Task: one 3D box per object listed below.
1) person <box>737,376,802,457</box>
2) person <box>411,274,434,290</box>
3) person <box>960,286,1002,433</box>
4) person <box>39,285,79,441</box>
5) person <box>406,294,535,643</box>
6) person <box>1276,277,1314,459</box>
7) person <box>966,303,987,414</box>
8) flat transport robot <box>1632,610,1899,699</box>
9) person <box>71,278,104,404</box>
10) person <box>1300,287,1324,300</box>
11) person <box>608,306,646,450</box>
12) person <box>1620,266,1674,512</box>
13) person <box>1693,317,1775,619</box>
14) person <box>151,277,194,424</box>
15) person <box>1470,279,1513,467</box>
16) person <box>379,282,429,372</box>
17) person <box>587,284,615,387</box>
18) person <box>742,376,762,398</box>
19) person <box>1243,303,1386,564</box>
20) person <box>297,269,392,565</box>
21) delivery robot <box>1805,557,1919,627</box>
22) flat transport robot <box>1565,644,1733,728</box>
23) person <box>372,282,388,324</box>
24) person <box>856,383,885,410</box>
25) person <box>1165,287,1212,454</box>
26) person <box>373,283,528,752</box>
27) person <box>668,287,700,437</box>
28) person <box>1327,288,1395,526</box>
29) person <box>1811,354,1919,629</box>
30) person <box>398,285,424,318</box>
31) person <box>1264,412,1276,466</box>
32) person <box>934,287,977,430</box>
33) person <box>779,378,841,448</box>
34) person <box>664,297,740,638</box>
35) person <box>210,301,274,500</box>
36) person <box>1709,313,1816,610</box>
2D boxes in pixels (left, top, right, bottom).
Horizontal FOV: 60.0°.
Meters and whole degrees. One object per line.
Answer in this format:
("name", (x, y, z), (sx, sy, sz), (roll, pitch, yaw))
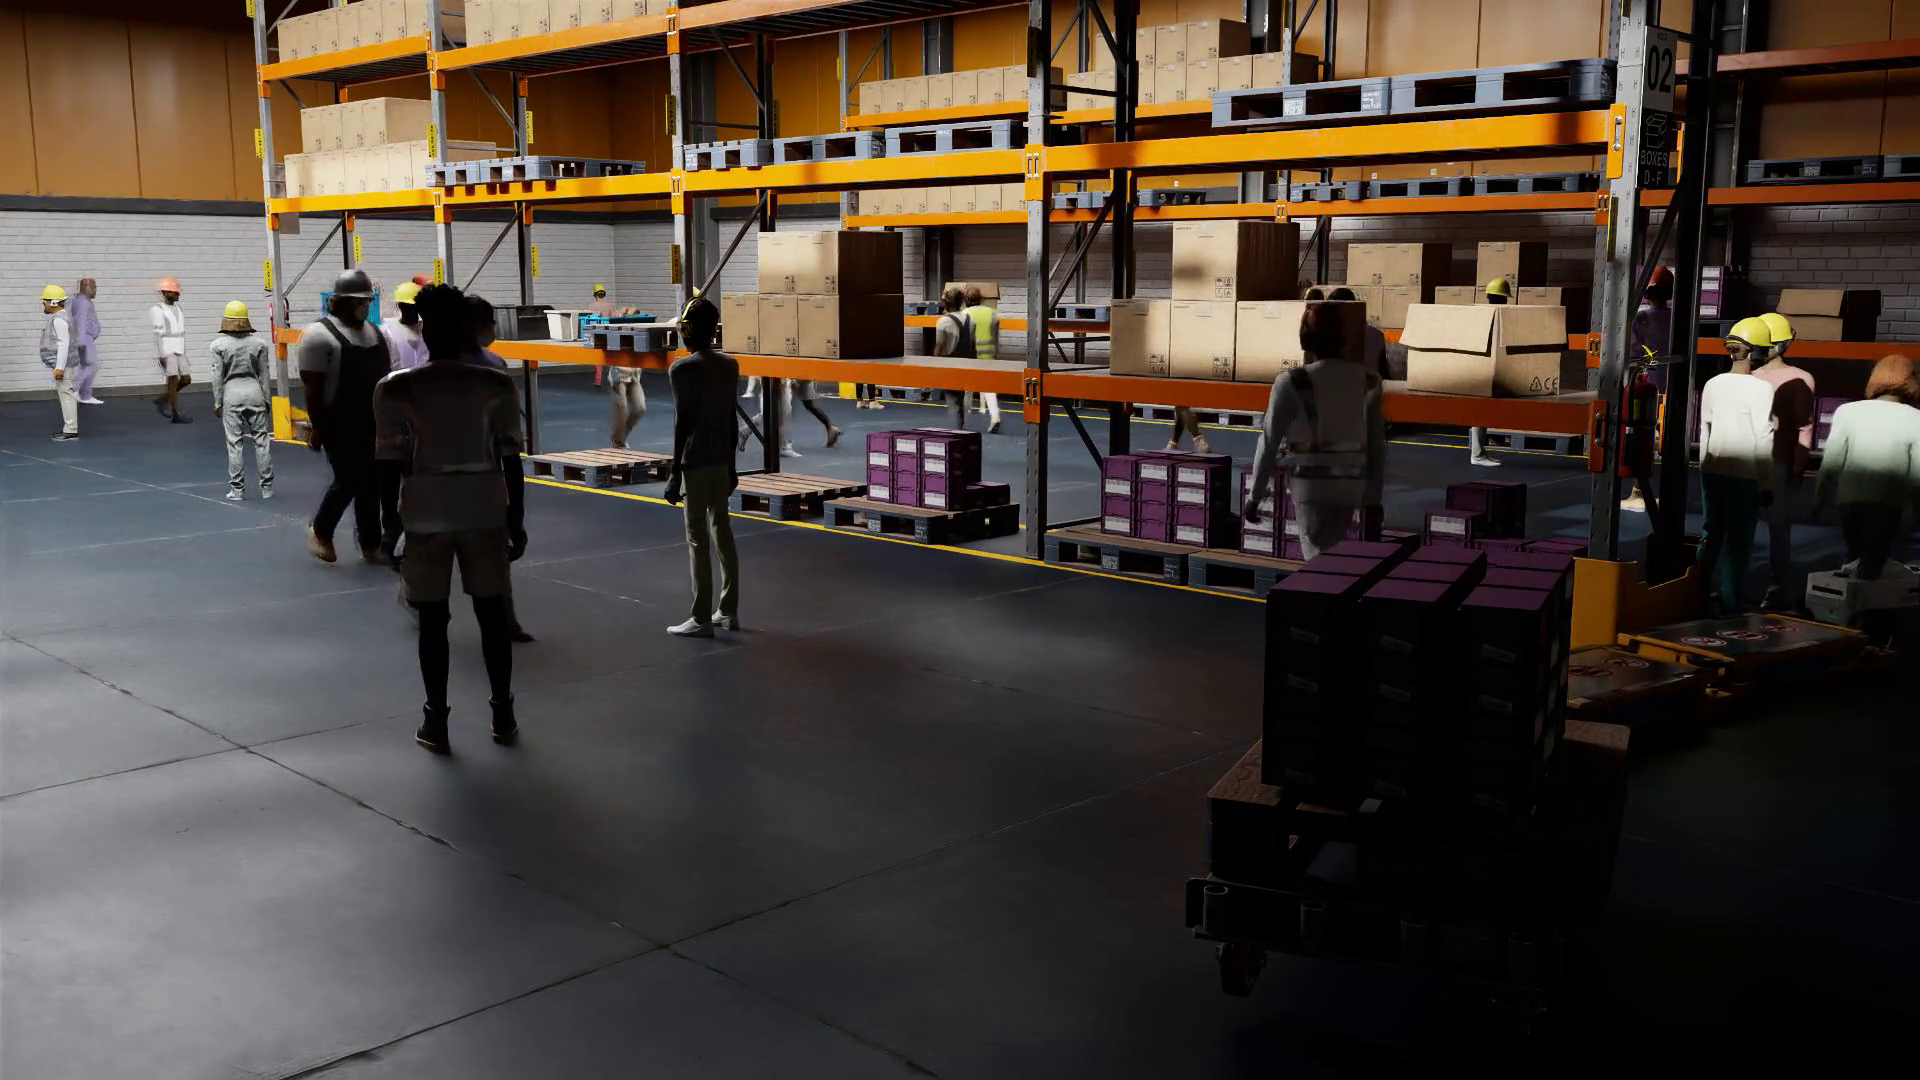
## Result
("person", (-2.058, -1.685, 17.828), (0.653, 1.619, 0.507), (3, 10, 18))
("person", (-6.727, -2.378, 21.046), (0.746, 1.954, 0.642), (7, 12, 38))
("person", (0.209, -2.218, 20.515), (0.630, 1.814, 0.866), (-3, 10, -20))
("person", (-10.612, -2.081, 19.607), (0.403, 1.834, 0.588), (-4, 10, -26))
("person", (-2.775, -0.394, 9.132), (0.941, 1.909, 0.654), (6, 11, 33))
("person", (3.612, -1.792, 17.536), (0.653, 1.922, 0.642), (8, 12, 40))
("person", (0.203, -2.568, 23.227), (0.501, 1.627, 0.273), (-4, 10, -24))
("flat transport robot", (3.912, 0.553, 8.235), (1.431, 0.197, 0.652), (-5, 11, -29))
("person", (-13.022, -2.945, 24.729), (0.463, 1.885, 0.677), (-5, 11, -29))
("person", (3.250, -1.403, 15.378), (0.555, 1.857, 0.403), (-8, 12, -42))
("person", (-3.626, -1.721, 18.044), (0.380, 1.623, 0.522), (6, 11, 35))
("person", (5.773, -1.251, 13.876), (0.611, 2.042, 0.394), (-1, 9, -6))
("person", (4.303, -0.346, 9.212), (0.340, 1.760, 0.530), (-2, 9, -13))
("person", (-10.356, -2.476, 21.765), (0.555, 1.923, 0.553), (2, 10, 13))
("person", (5.451, -1.715, 17.096), (0.383, 1.921, 0.586), (3, 10, 20))
("person", (-4.777, -1.271, 14.400), (0.592, 1.913, 0.619), (-7, 12, -38))
("person", (-6.187, -3.524, 28.663), (0.525, 1.769, 0.308), (-7, 12, -37))
("person", (-3.256, -3.065, 26.328), (0.507, 1.612, 0.596), (7, 12, 39))
("person", (1.719, -0.225, 8.163), (0.607, 1.846, 0.900), (-3, 10, -18))
("person", (-4.082, -0.824, 11.267), (0.553, 2.000, 0.705), (5, 10, 26))
("delivery robot", (4.847, 0.271, 8.806), (0.707, 0.478, 0.477), (-4, 10, -22))
("flat transport robot", (2.742, 0.689, 7.399), (1.431, 0.197, 0.652), (-6, 11, -35))
("person", (-7.359, -2.336, 21.032), (0.766, 1.875, 0.650), (-4, 10, -25))
("person", (-1.325, -2.713, 23.909), (0.531, 1.693, 0.320), (9, 13, 44))
("person", (2.376, -1.803, 17.389), (0.618, 2.011, 0.985), (-5, 11, -29))
("person", (-2.136, -0.093, 7.012), (0.613, 1.962, 0.367), (-4, 10, -25))
("person", (-2.785, -1.720, 17.387), (0.589, 1.834, 0.403), (-9, 13, -43))
("person", (3.093, -1.044, 13.155), (0.622, 1.864, 0.982), (-5, 11, -29))
("person", (4.822, -0.191, 8.784), (0.870, 1.580, 0.520), (-8, 12, -42))
("person", (-6.704, -2.261, 20.745), (1.045, 1.831, 0.586), (5, 10, 26))
("person", (3.208, -1.604, 16.416), (0.556, 1.924, 0.679), (-5, 11, -28))
("person", (-0.102, -1.786, 17.843), (0.511, 1.842, 0.554), (-8, 12, -42))
("person", (-1.756, -1.854, 18.709), (0.780, 1.670, 0.535), (4, 10, 22))
("person", (-1.423, -0.396, 9.162), (0.326, 1.872, 0.518), (6, 11, 34))
("person", (-6.306, -1.221, 14.612), (0.484, 1.744, 0.295), (-6, 11, -34))
("person", (4.793, -0.467, 9.932), (0.329, 1.763, 0.523), (-7, 11, -35))
